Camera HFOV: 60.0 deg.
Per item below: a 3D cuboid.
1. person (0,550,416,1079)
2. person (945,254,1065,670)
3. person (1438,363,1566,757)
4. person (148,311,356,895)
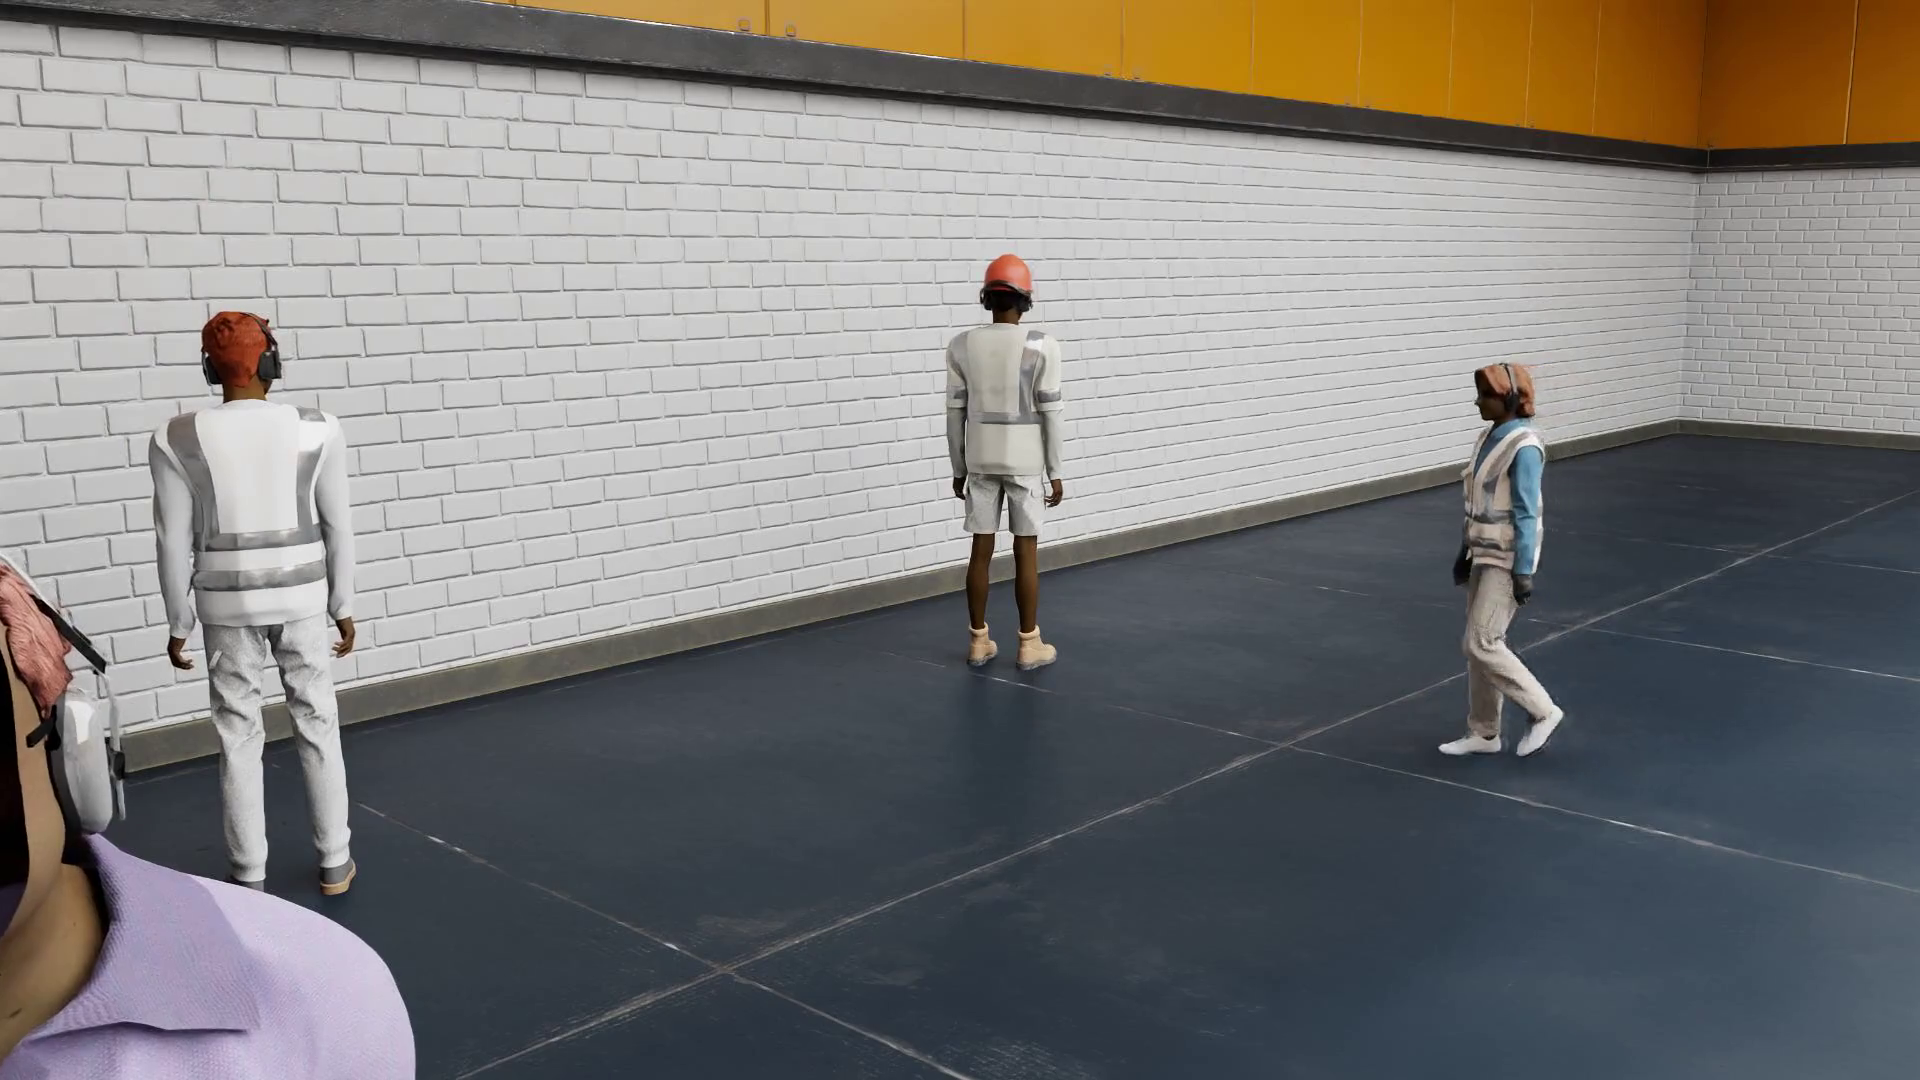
[{"bbox_3d":[-0.656,0.930,1.162,0.639,1.911,0.406,-6,12,-31],"label":"person"},{"bbox_3d":[0.234,-0.377,8.225,0.610,2.042,0.381,4,11,21],"label":"person"},{"bbox_3d":[2.175,0.100,6.694,0.388,1.624,0.525,0,10,1],"label":"person"},{"bbox_3d":[-2.199,0.228,5.238,0.574,1.881,0.358,-5,11,-27],"label":"person"}]
